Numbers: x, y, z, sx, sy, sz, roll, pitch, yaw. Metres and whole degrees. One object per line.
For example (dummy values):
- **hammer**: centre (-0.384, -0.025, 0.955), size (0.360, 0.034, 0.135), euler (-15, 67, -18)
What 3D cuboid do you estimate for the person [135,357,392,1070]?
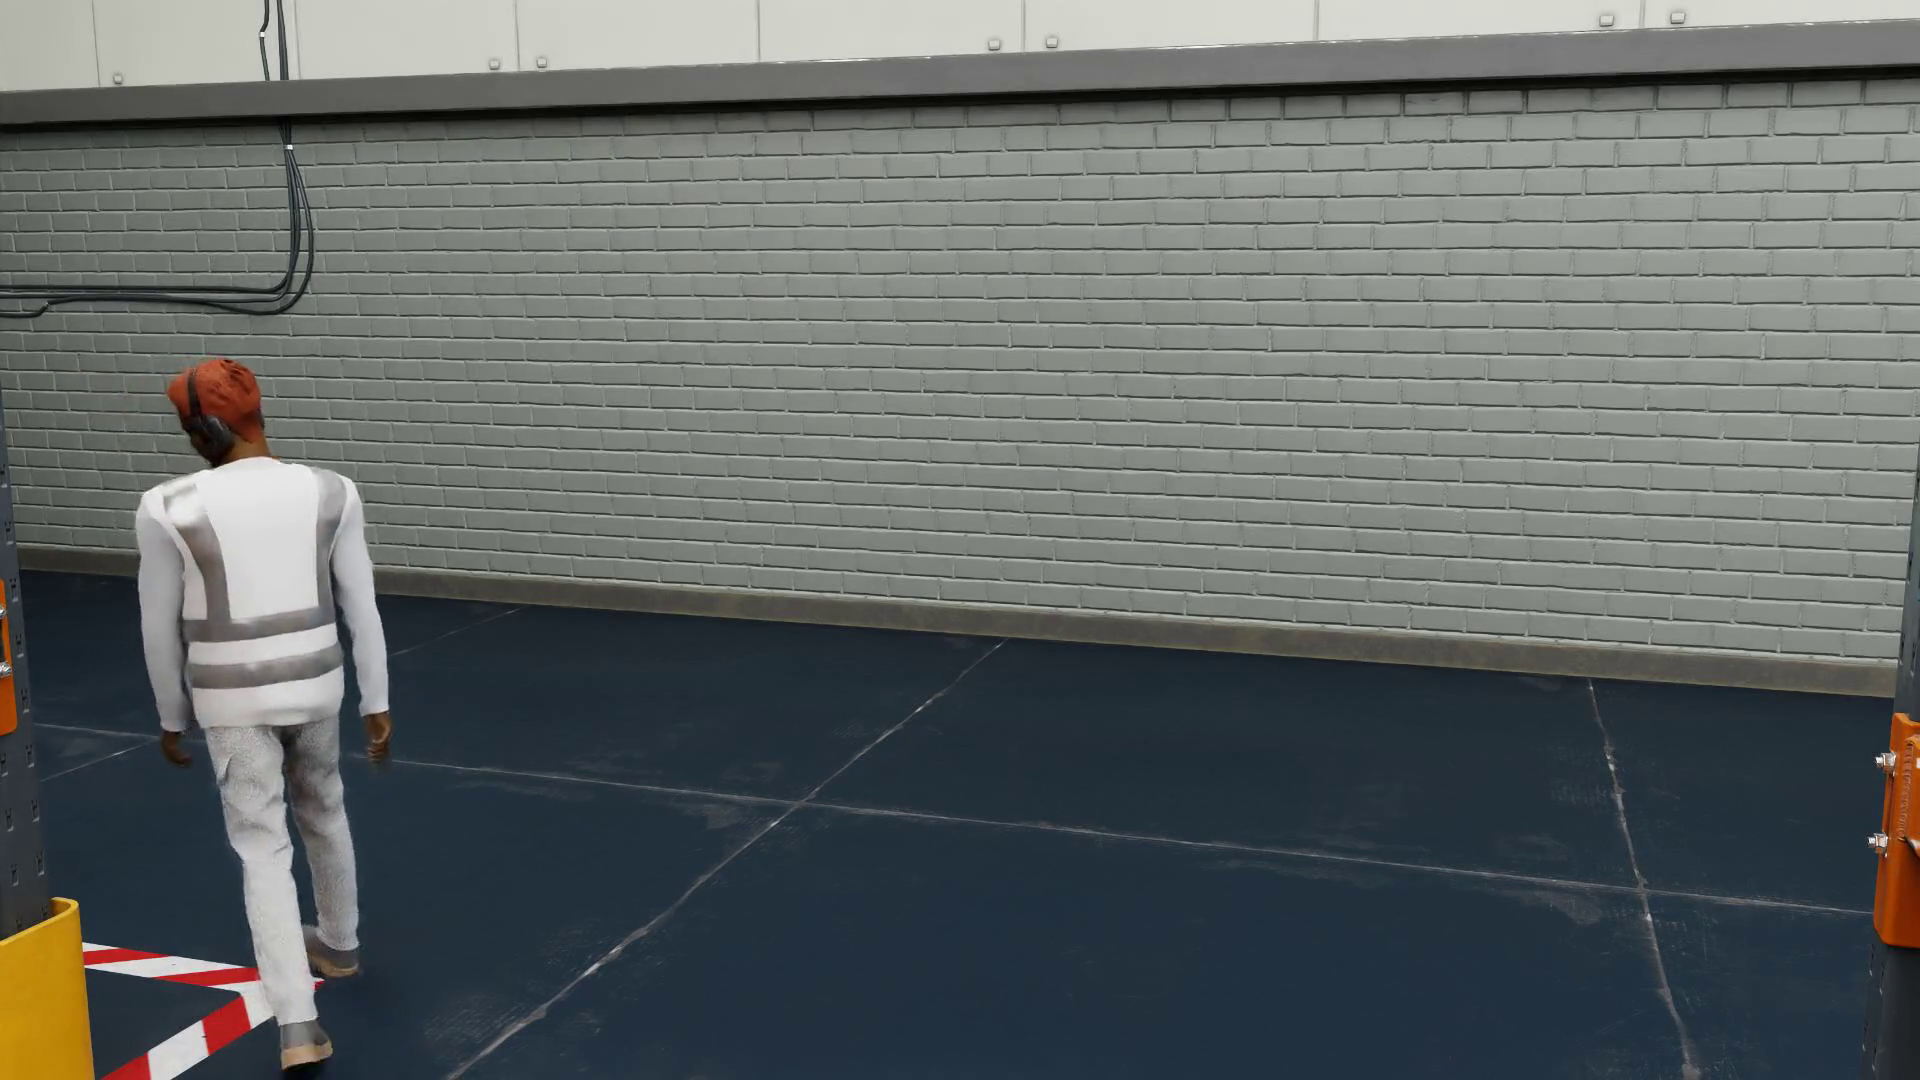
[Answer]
- **person**: centre (-1.815, 0.433, 4.412), size (0.585, 1.840, 0.899), euler (-8, 12, -40)
